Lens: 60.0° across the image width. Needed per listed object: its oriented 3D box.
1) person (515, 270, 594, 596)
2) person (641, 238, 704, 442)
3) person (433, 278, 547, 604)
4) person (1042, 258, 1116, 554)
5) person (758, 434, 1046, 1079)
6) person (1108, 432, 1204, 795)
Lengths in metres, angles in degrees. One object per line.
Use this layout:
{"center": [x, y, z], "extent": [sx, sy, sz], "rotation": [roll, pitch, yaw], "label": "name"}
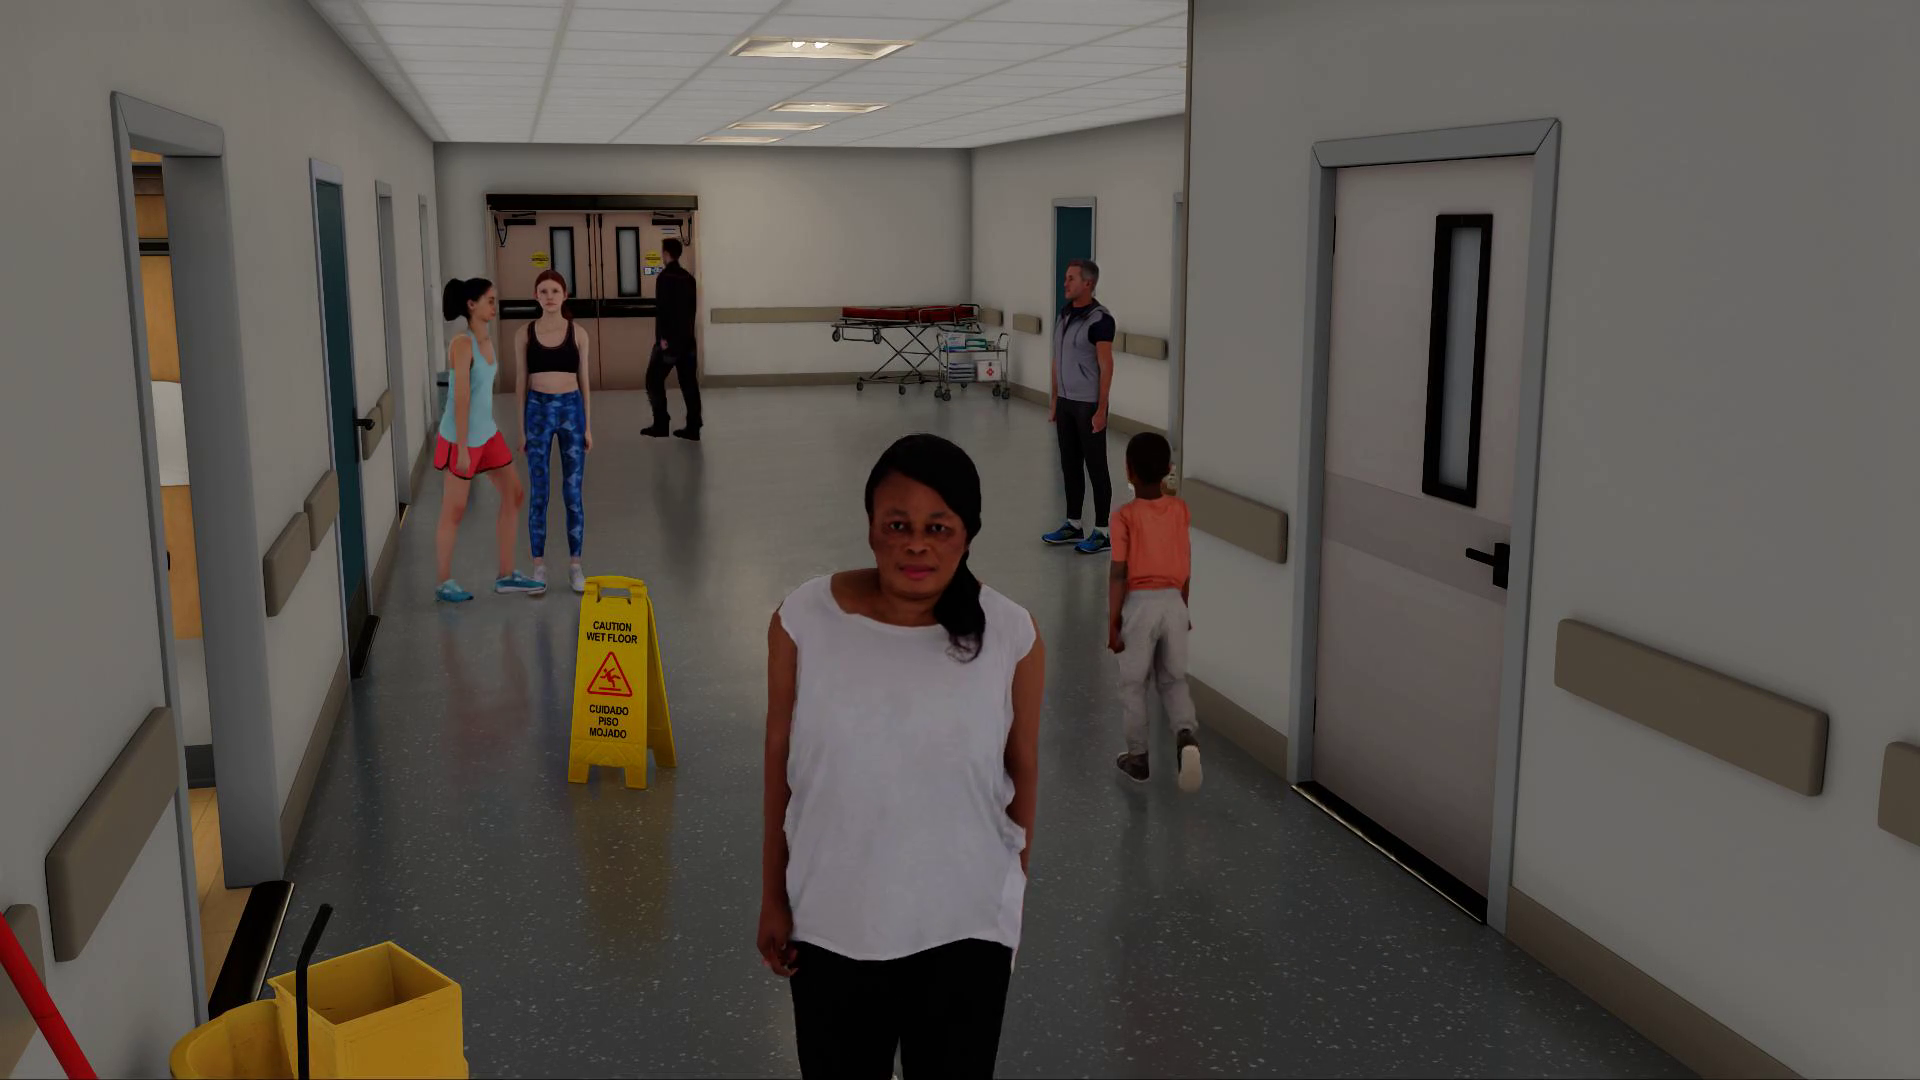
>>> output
{"center": [-2.244, -0.594, 9.218], "extent": [0.571, 1.784, 0.579], "rotation": [-3, 11, -17], "label": "person"}
{"center": [-2.614, -1.863, 15.624], "extent": [0.986, 1.888, 0.921], "rotation": [7, 13, 34], "label": "person"}
{"center": [-2.655, -0.512, 8.900], "extent": [0.861, 1.741, 0.870], "rotation": [1, 11, 8], "label": "person"}
{"center": [0.779, -0.849, 10.448], "extent": [0.817, 1.826, 0.620], "rotation": [-7, 13, -32], "label": "person"}
{"center": [-0.110, 0.643, 3.018], "extent": [0.884, 1.665, 1.094], "rotation": [1, 11, 5], "label": "person"}
{"center": [0.716, 0.272, 5.951], "extent": [0.494, 1.299, 0.755], "rotation": [-3, 11, -17], "label": "person"}
